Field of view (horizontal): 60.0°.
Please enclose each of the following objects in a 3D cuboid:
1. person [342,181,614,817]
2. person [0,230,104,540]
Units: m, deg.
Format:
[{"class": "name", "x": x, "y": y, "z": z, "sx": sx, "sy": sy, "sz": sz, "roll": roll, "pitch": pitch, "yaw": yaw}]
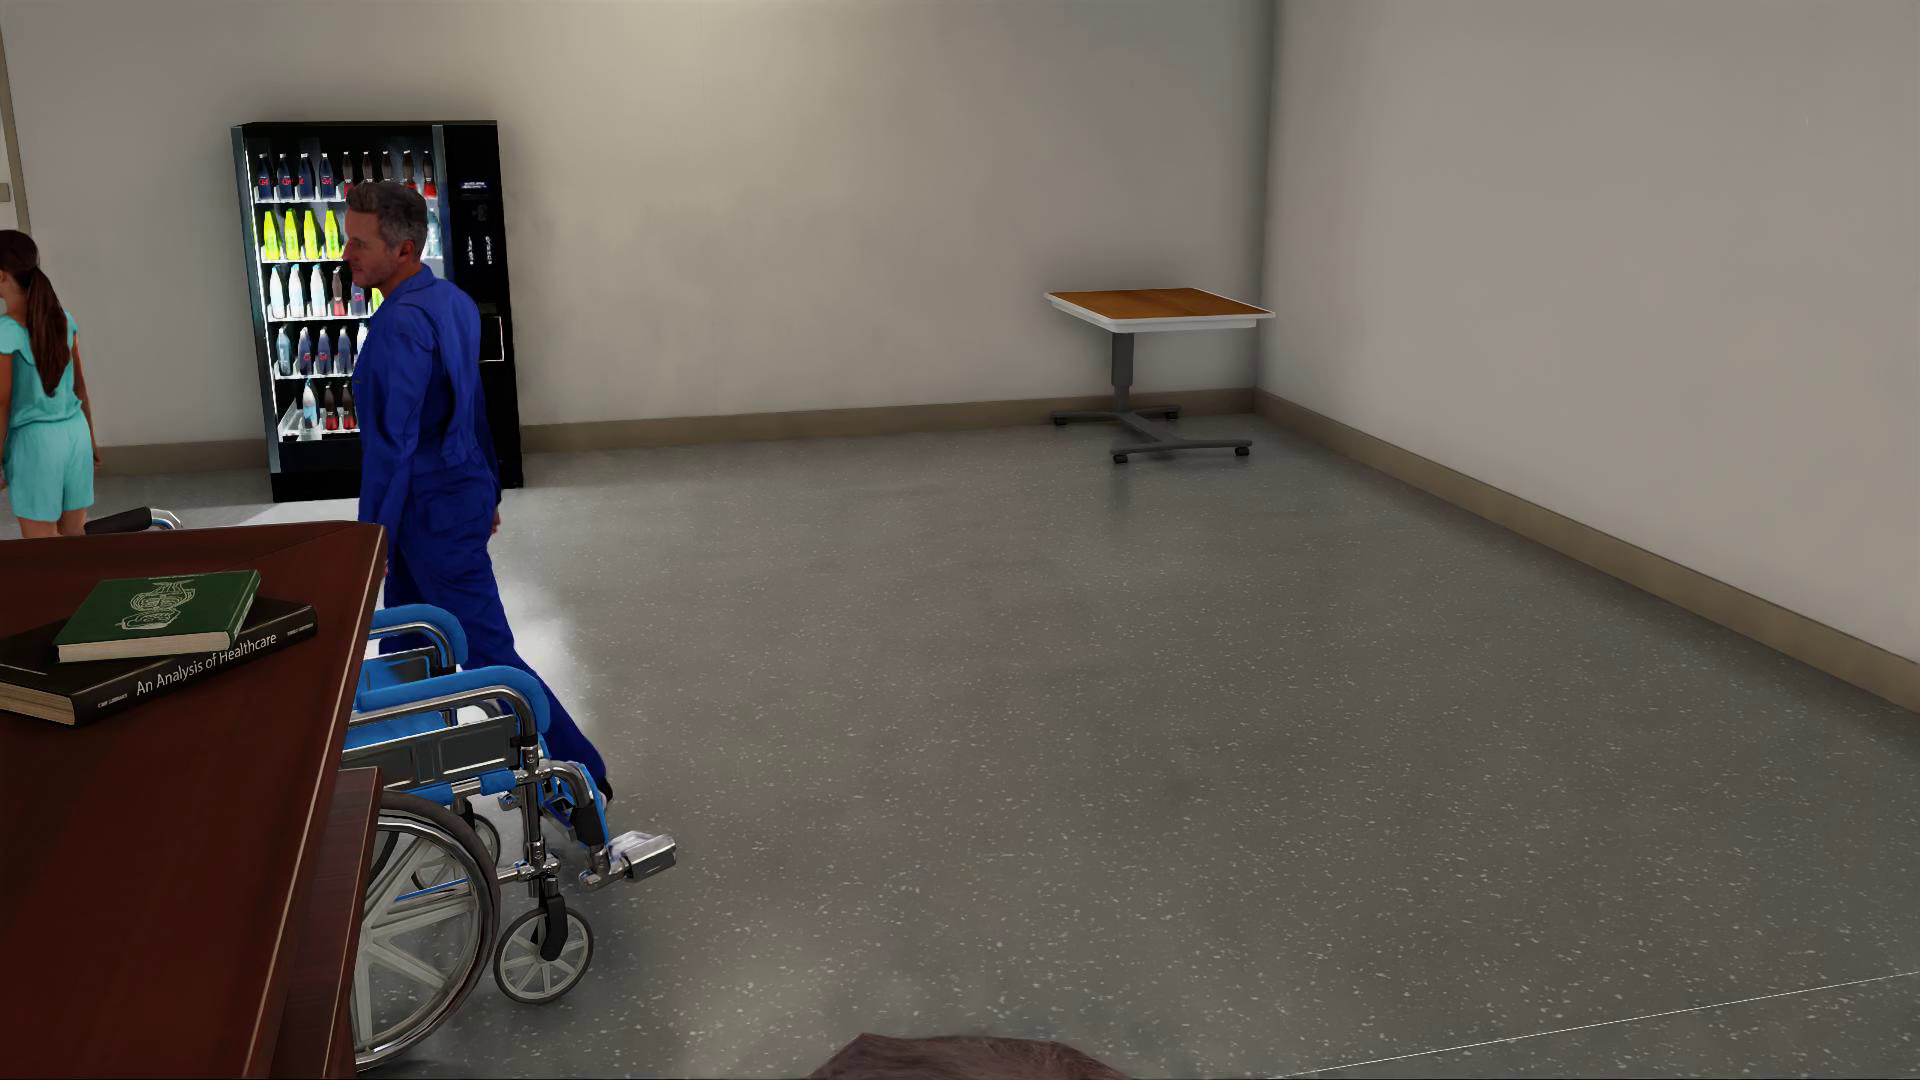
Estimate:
[{"class": "person", "x": -1.318, "y": -0.032, "z": 4.508, "sx": 1.225, "sy": 1.774, "sz": 0.924, "roll": 0, "pitch": 16, "yaw": 0}, {"class": "person", "x": -3.249, "y": -0.332, "z": 5.972, "sx": 0.750, "sy": 1.557, "sz": 0.701, "roll": 5, "pitch": 17, "yaw": 19}]
